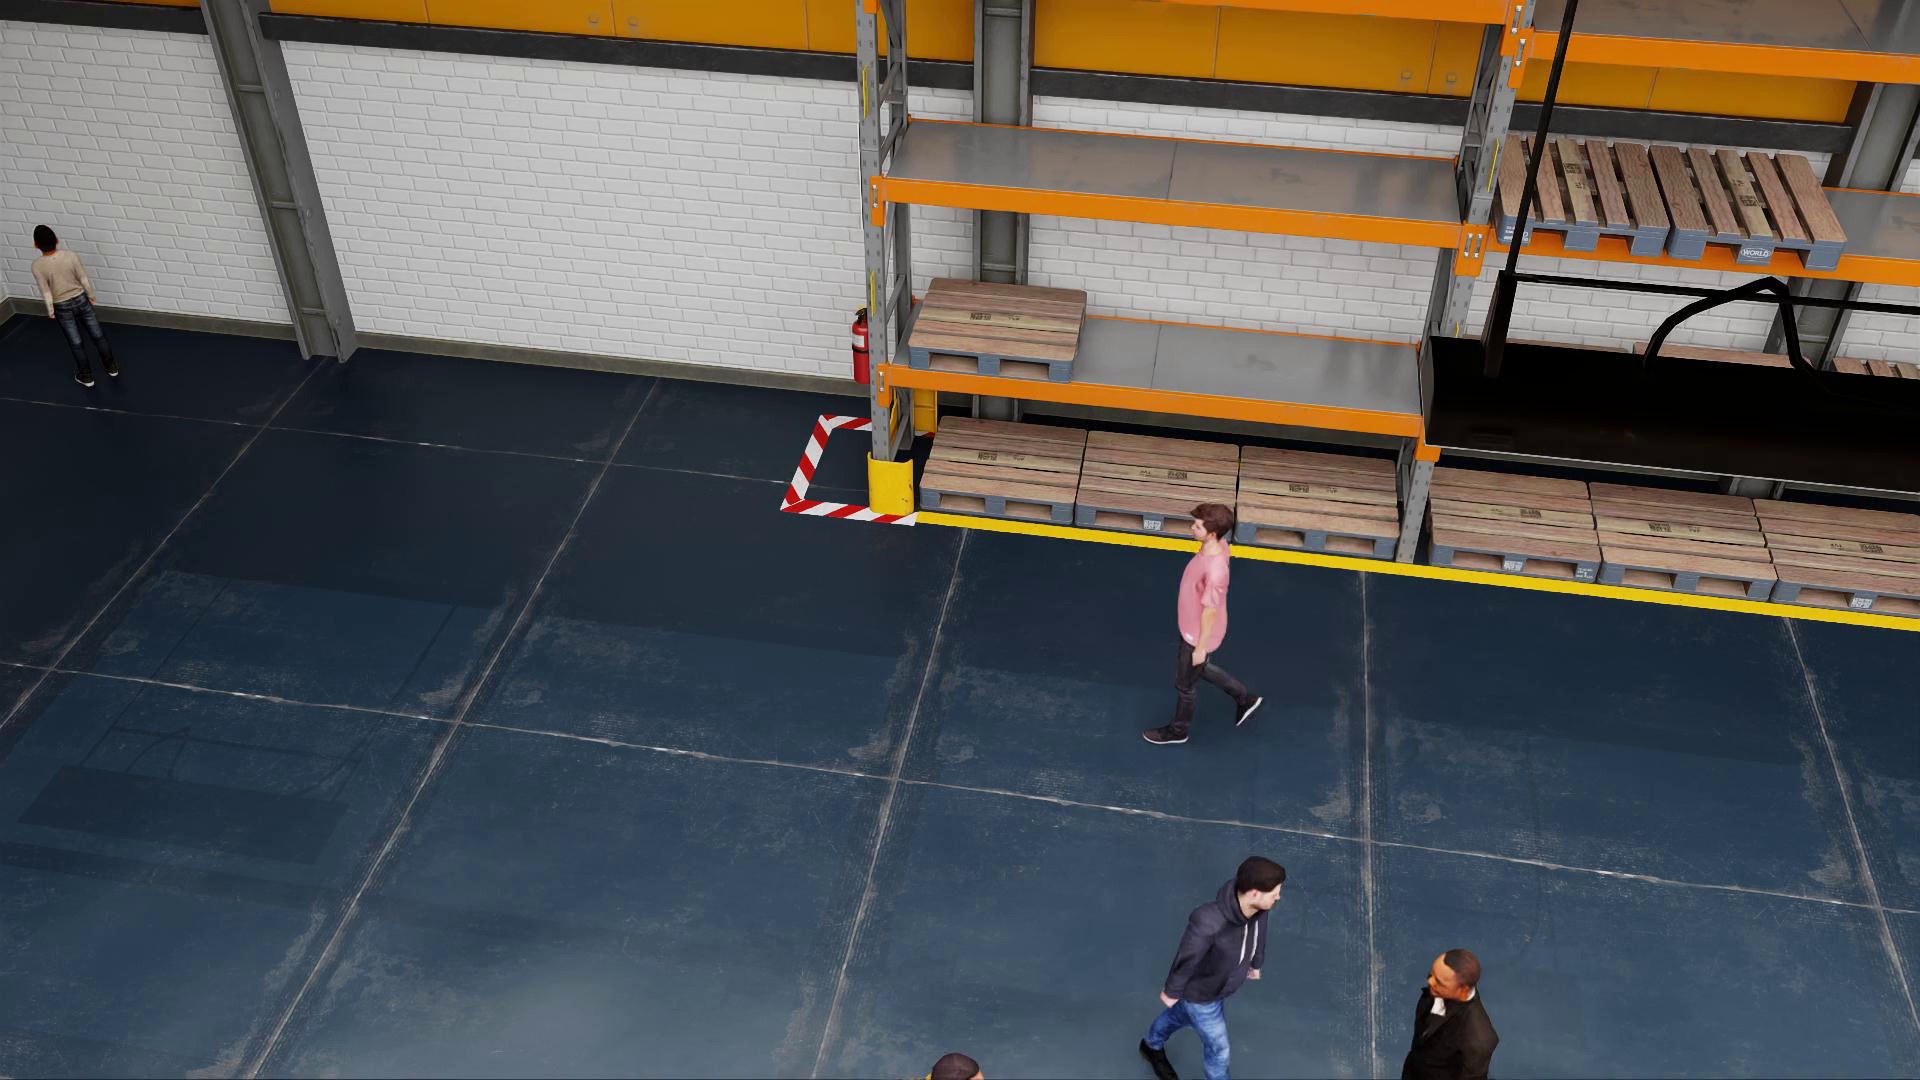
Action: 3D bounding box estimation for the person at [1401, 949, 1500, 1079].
[{"bbox_3d":[2.381,2.593,7.924,1.145,1.883,0.928,-5,39,-6],"label":"person"}]

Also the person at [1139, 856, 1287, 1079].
[{"bbox_3d":[1.174,2.207,8.453,1.054,1.825,1.198,-27,46,-30],"label":"person"}]

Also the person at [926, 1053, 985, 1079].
[{"bbox_3d":[-0.098,2.903,7.719,0.843,1.654,0.736,-3,39,-4],"label":"person"}]

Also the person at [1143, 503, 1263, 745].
[{"bbox_3d":[1.597,0.559,10.421,1.014,1.945,0.722,1,39,1],"label":"person"}]

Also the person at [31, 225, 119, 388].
[{"bbox_3d":[-7.473,-1.980,13.985,0.628,1.465,0.666,-31,48,-33],"label":"person"}]
